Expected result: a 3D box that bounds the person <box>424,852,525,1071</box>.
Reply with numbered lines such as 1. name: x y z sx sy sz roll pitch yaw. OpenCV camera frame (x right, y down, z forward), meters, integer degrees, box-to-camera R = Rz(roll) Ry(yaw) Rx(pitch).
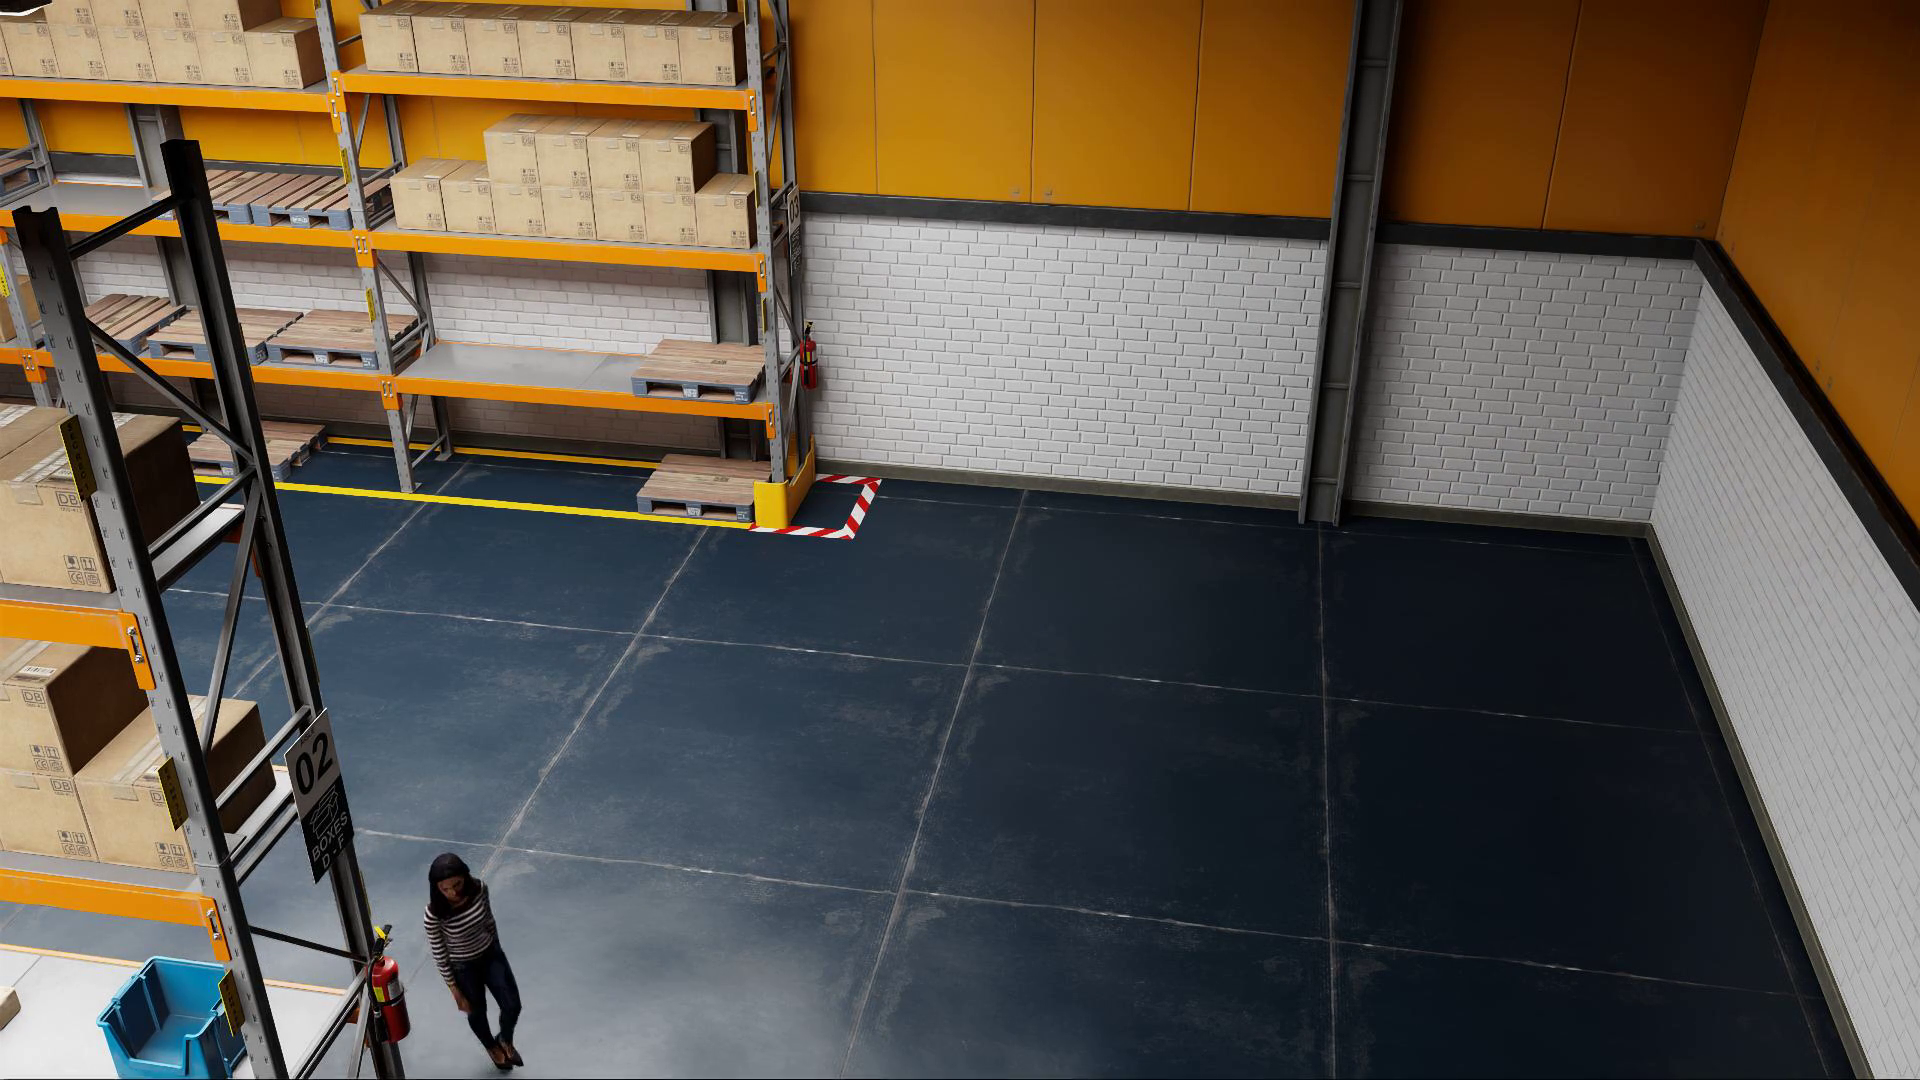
1. person: -2.945 2.519 9.868 0.782 1.770 0.744 19 34 31
